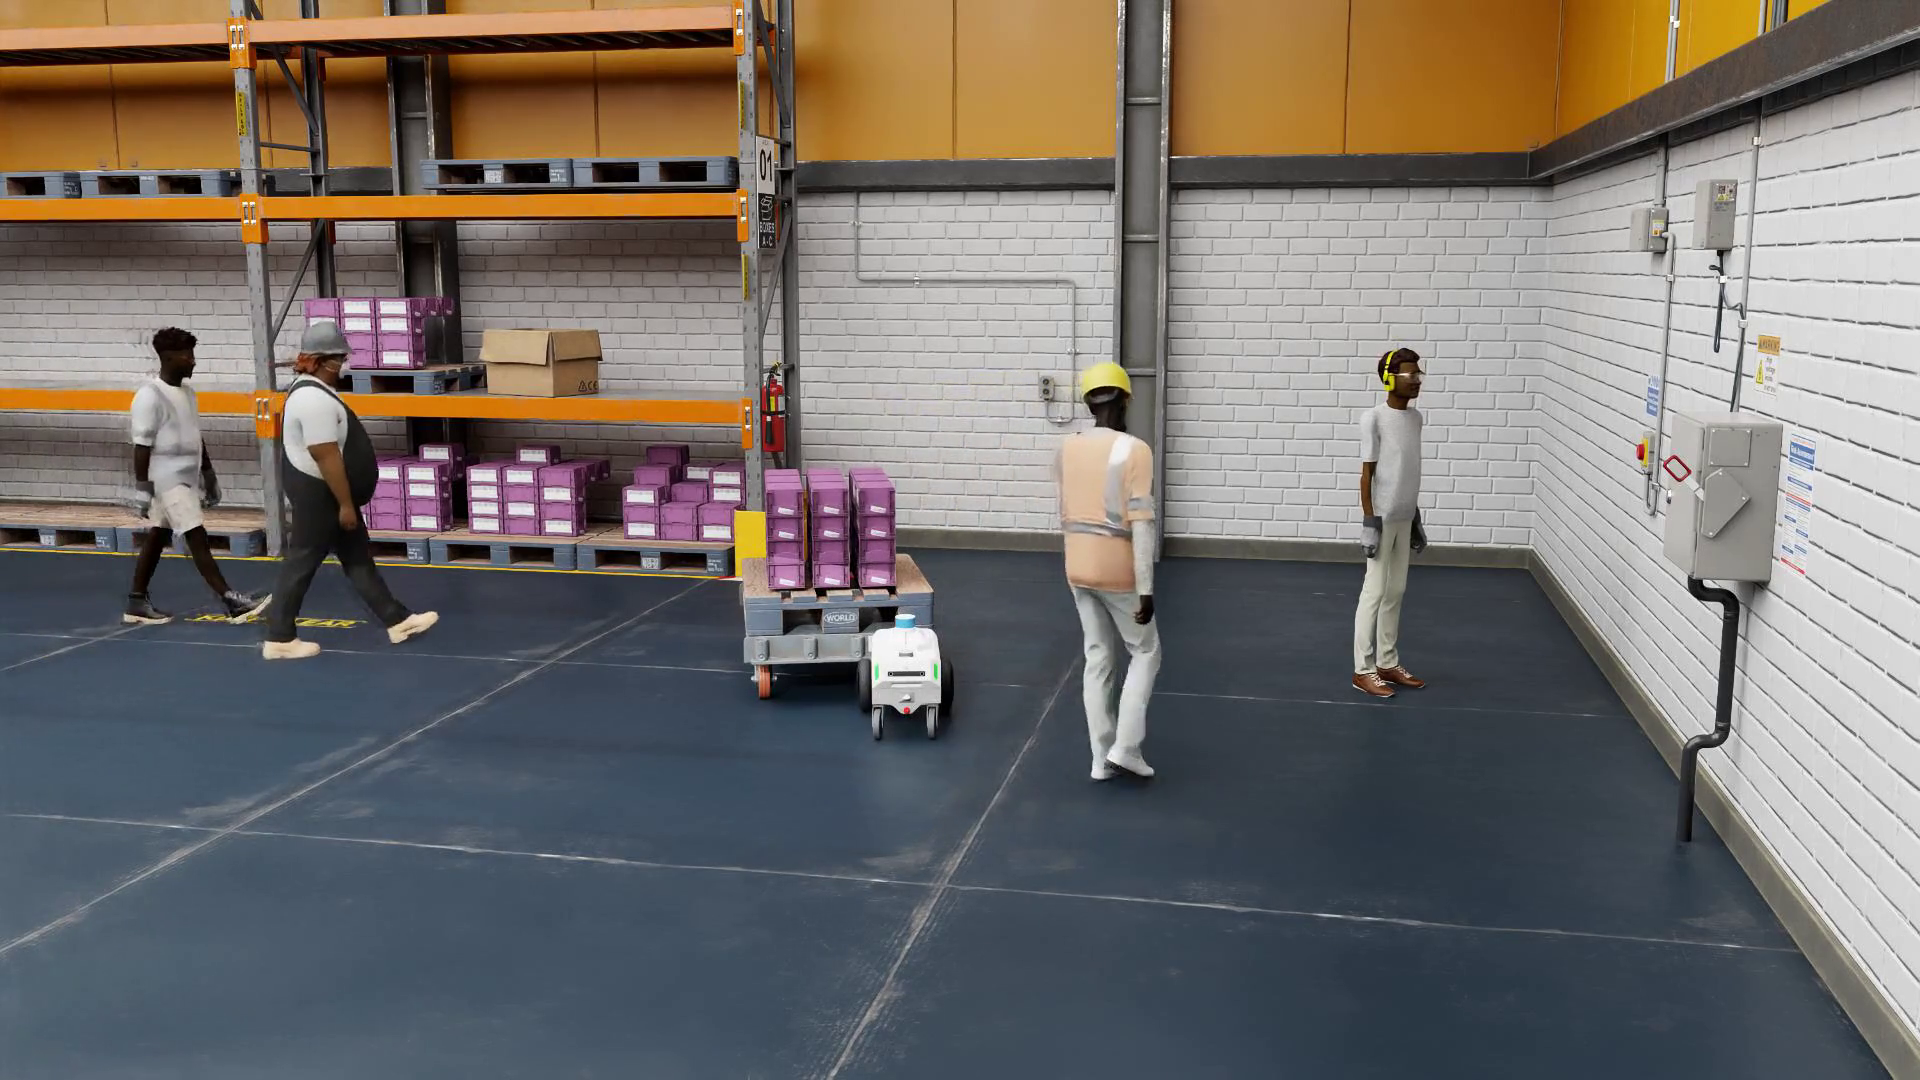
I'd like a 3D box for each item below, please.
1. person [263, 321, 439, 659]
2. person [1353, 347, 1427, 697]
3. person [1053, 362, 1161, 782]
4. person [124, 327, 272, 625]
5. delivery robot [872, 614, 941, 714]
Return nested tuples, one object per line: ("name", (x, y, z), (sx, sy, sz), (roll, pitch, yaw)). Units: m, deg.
("person", (-3.683, -0.322, 9.850), (1.034, 2.000, 0.695), (-4, 10, -21))
("person", (2.350, -0.100, 9.011), (0.508, 1.877, 0.328), (-8, 13, -41))
("person", (0.692, 0.151, 7.480), (0.634, 1.884, 0.476), (9, 13, 43))
("person", (-4.936, -0.392, 10.622), (1.037, 1.910, 0.622), (0, 9, -2))
("delivery robot", (-0.274, 0.618, 8.368), (0.477, 0.478, 0.707), (0, 9, -3))
